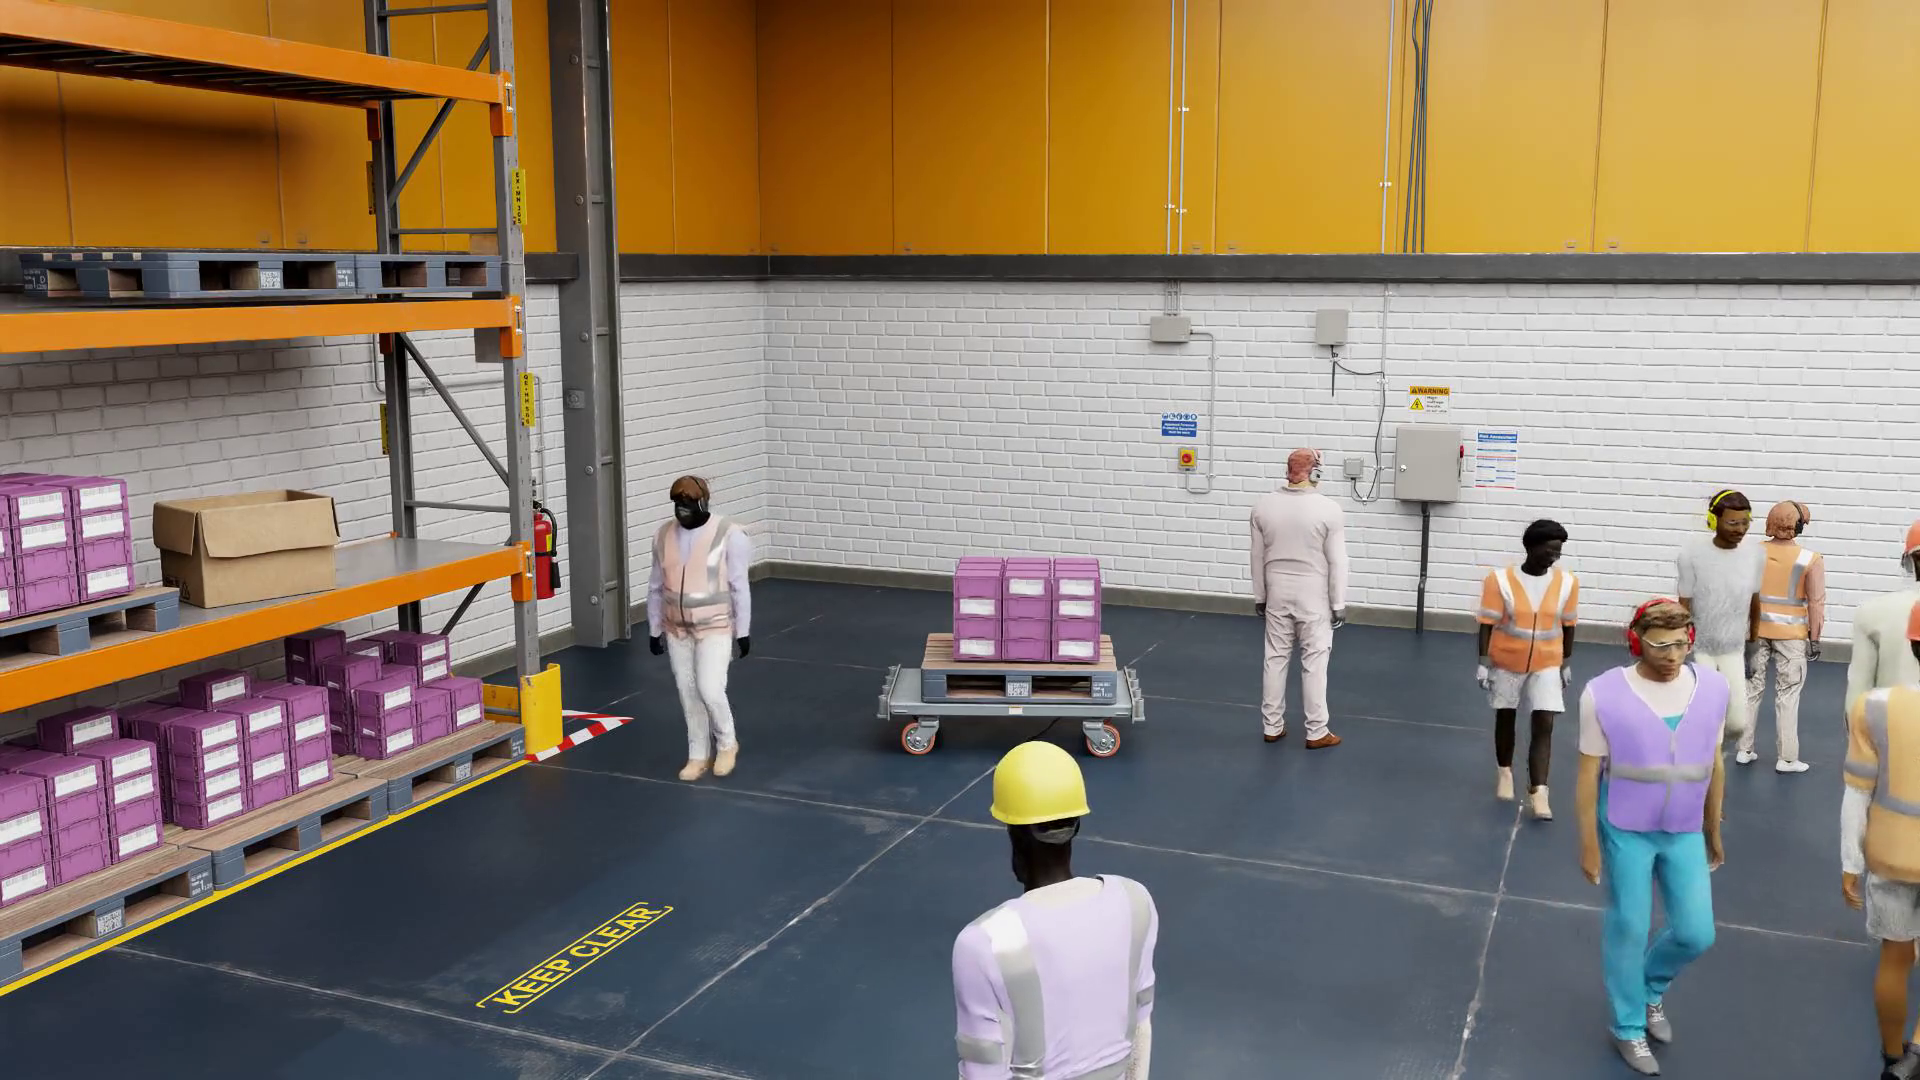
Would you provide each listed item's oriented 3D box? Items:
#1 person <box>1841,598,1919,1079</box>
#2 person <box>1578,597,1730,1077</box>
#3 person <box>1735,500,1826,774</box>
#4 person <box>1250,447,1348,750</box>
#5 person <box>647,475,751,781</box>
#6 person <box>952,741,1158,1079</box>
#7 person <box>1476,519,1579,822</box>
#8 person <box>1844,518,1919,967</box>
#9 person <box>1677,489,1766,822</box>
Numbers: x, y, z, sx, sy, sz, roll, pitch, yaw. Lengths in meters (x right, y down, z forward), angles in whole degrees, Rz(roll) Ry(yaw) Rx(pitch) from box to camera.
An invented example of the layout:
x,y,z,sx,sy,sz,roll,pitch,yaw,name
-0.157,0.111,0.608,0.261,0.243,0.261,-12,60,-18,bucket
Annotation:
x,y,z,sx,sy,sz,roll,pitch,yaw,name
3.364,1.126,5.820,0.555,1.923,0.718,8,13,41,person
2.599,1.102,6.254,0.591,1.822,0.446,-1,9,-5,person
4.907,0.578,9.993,0.311,1.638,0.521,-8,12,-39,person
2.150,0.365,10.498,0.639,1.902,0.407,7,12,36,person
-1.539,0.524,9.762,0.652,1.824,0.445,4,10,22,person
0.203,1.426,3.992,0.593,1.922,0.384,-7,12,-37,person
3.120,0.709,9.127,0.559,1.646,0.831,2,9,9,person
4.170,0.871,7.223,0.630,1.974,0.757,8,12,40,person
4.161,0.620,9.151,0.530,1.840,0.488,0,9,2,person
